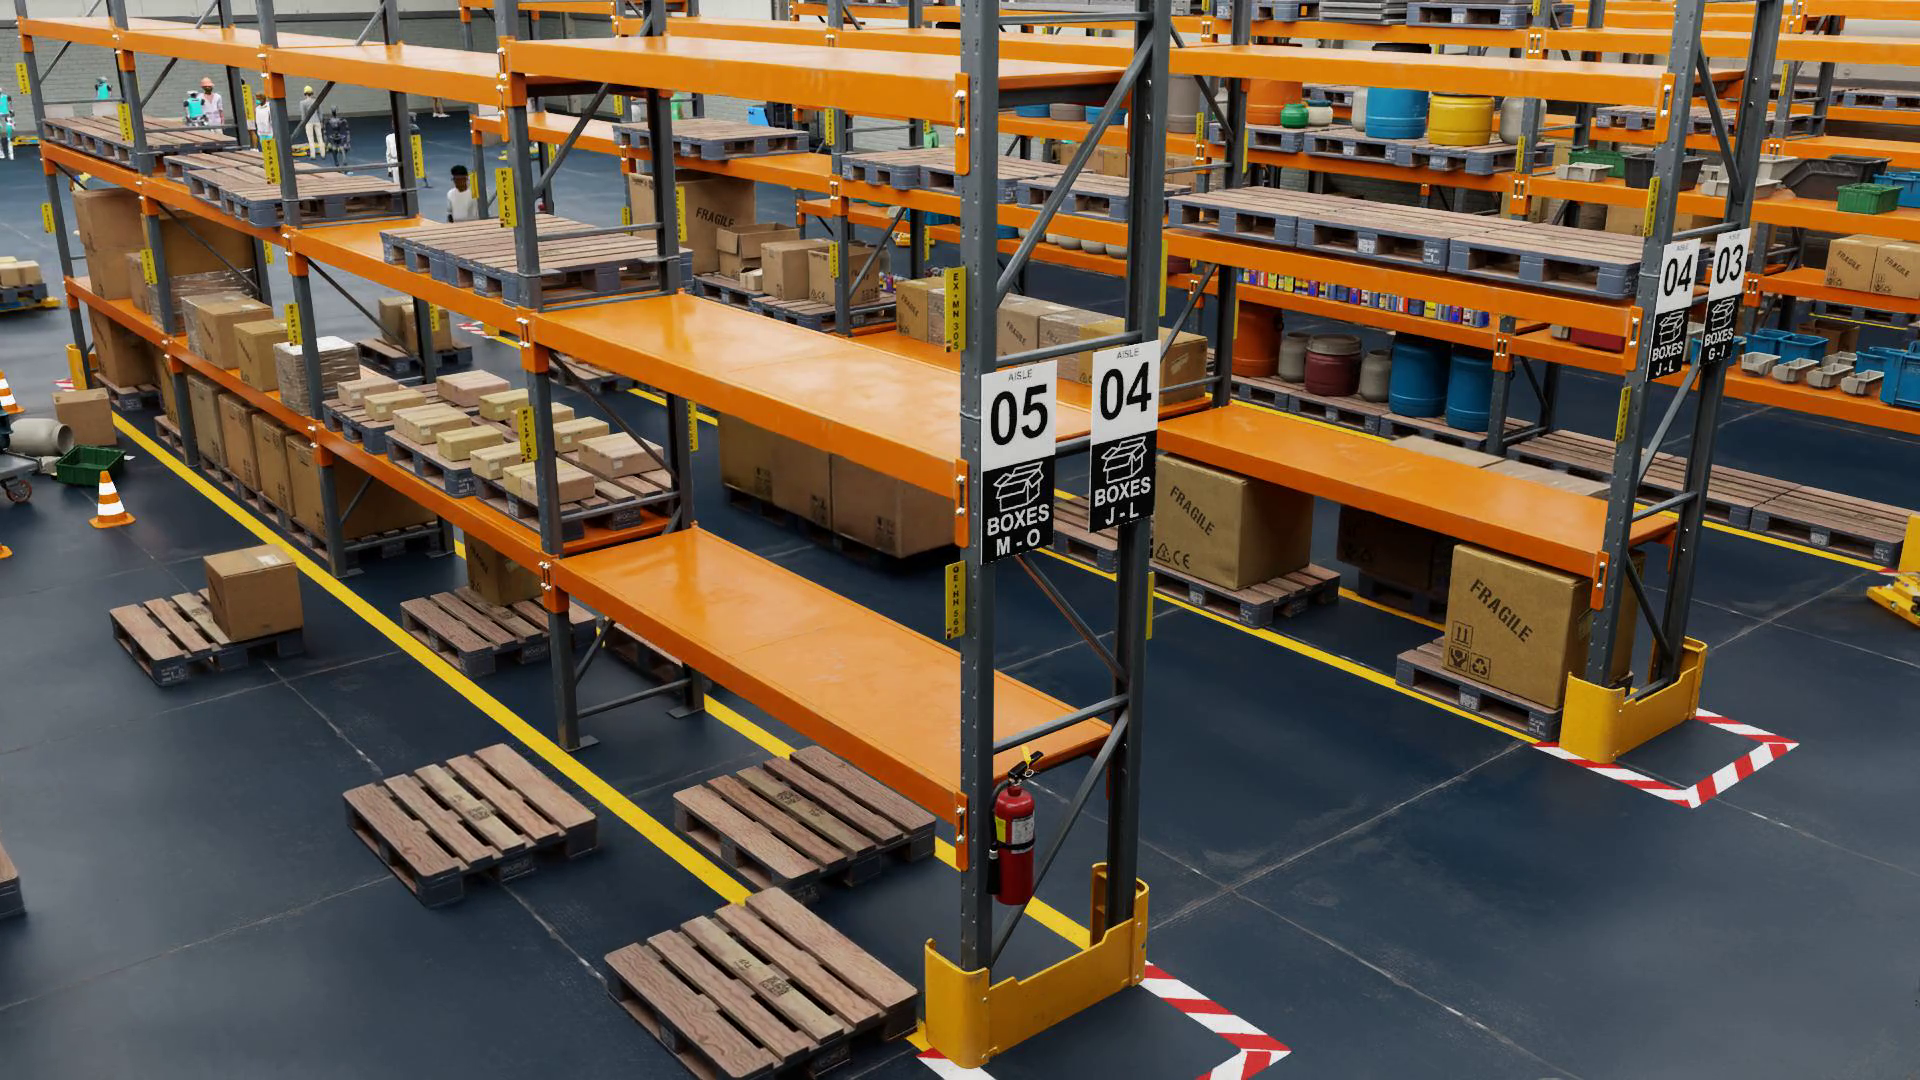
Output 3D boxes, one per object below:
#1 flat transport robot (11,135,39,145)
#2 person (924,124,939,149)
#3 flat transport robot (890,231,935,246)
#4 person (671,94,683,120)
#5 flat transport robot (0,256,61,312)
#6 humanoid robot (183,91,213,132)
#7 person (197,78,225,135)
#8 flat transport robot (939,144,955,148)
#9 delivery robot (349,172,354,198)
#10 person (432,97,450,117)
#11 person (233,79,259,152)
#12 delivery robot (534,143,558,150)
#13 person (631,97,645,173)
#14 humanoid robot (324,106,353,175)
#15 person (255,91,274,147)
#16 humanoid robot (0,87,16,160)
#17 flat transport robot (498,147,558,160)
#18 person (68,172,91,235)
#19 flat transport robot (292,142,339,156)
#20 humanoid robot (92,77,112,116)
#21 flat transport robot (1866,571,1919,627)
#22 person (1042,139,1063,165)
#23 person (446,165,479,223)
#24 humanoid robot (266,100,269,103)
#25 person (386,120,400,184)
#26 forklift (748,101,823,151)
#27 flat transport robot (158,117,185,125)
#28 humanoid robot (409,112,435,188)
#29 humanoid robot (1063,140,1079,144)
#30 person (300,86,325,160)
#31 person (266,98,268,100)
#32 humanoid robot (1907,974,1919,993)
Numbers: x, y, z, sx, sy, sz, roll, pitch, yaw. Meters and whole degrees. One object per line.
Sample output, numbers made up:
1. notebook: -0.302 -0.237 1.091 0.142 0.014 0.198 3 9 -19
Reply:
1. flat transport robot: -24.382 -10.614 44.143 1.431 0.231 0.659 -3 20 -8
2. person: -0.599 -7.556 33.239 0.478 1.736 0.317 14 23 34
3. flat transport robot: -0.869 -5.378 29.240 0.659 0.231 1.431 -3 20 -9
4. person: -6.980 -10.136 40.279 0.512 1.928 0.981 -6 20 -16
5. flat transport robot: -13.534 -3.316 23.375 0.659 0.231 1.431 16 25 38
6. humanoid robot: -17.794 -9.656 39.127 0.681 1.751 0.544 13 23 32
7. person: -17.757 -9.918 39.486 0.610 2.048 0.362 -16 25 -39
8. flat transport robot: -0.557 -7.538 35.389 0.659 0.231 1.431 -8 21 -21
9. delivery robot: -12.420 -7.227 34.071 0.499 0.594 0.778 7 21 19
10. person: -16.229 -14.090 51.656 0.520 1.871 0.533 12 23 30
11. person: -18.062 -10.729 42.101 0.793 1.844 0.414 10 22 25
12. delivery robot: -10.664 -10.364 42.975 0.499 0.577 0.769 -12 23 -31
13. person: -7.345 -9.130 37.470 0.379 1.895 0.561 5 20 13
14. humanoid robot: -13.674 -8.693 36.553 0.599 1.645 0.527 -4 20 -11
15. person: -15.557 -9.095 37.344 0.488 1.913 0.373 7 21 20
16. humanoid robot: -23.603 -10.260 40.944 0.537 1.768 0.940 -15 24 -36
17. flat transport robot: -10.641 -9.514 41.013 0.659 0.231 1.431 11 22 28
18. person: -15.772 -6.406 29.745 0.398 1.886 0.508 -4 20 -11
19. flat transport robot: -16.437 -9.876 42.043 0.659 0.231 1.431 10 22 27
20. humanoid robot: -22.503 -11.169 43.530 0.536 1.813 0.686 8 21 22
21. flat transport robot: 7.788 0.444 12.674 1.431 0.231 0.659 -2 19 -5
22. person: 1.738 -6.897 31.309 0.404 1.763 0.535 -11 22 -28
23. person: -7.115 -4.416 23.968 0.601 1.950 0.447 8 21 23
24. humanoid robot: -15.749 -9.311 38.331 0.688 1.636 0.602 0 19 0
25. person: -10.554 -7.007 31.442 0.577 1.884 0.354 3 20 9
26. forklift: -4.526 -11.368 42.374 1.129 2.768 1.873 -15 24 -37
27. flat transport robot: -19.540 -9.600 41.256 1.431 0.231 0.659 -11 22 -28
28. humanoid robot: -11.715 -8.329 35.593 0.729 1.627 0.588 -2 19 -4
29. humanoid robot: 2.071 -7.686 33.588 0.973 1.744 0.542 -12 23 -30
30. person: -15.858 -10.197 40.698 0.533 1.767 0.316 -17 26 -40
31. person: -18.539 -11.613 44.827 0.318 1.698 0.532 -9 21 -24
32. humanoid robot: 4.732 1.464 7.653 0.764 1.845 0.540 6 20 17
